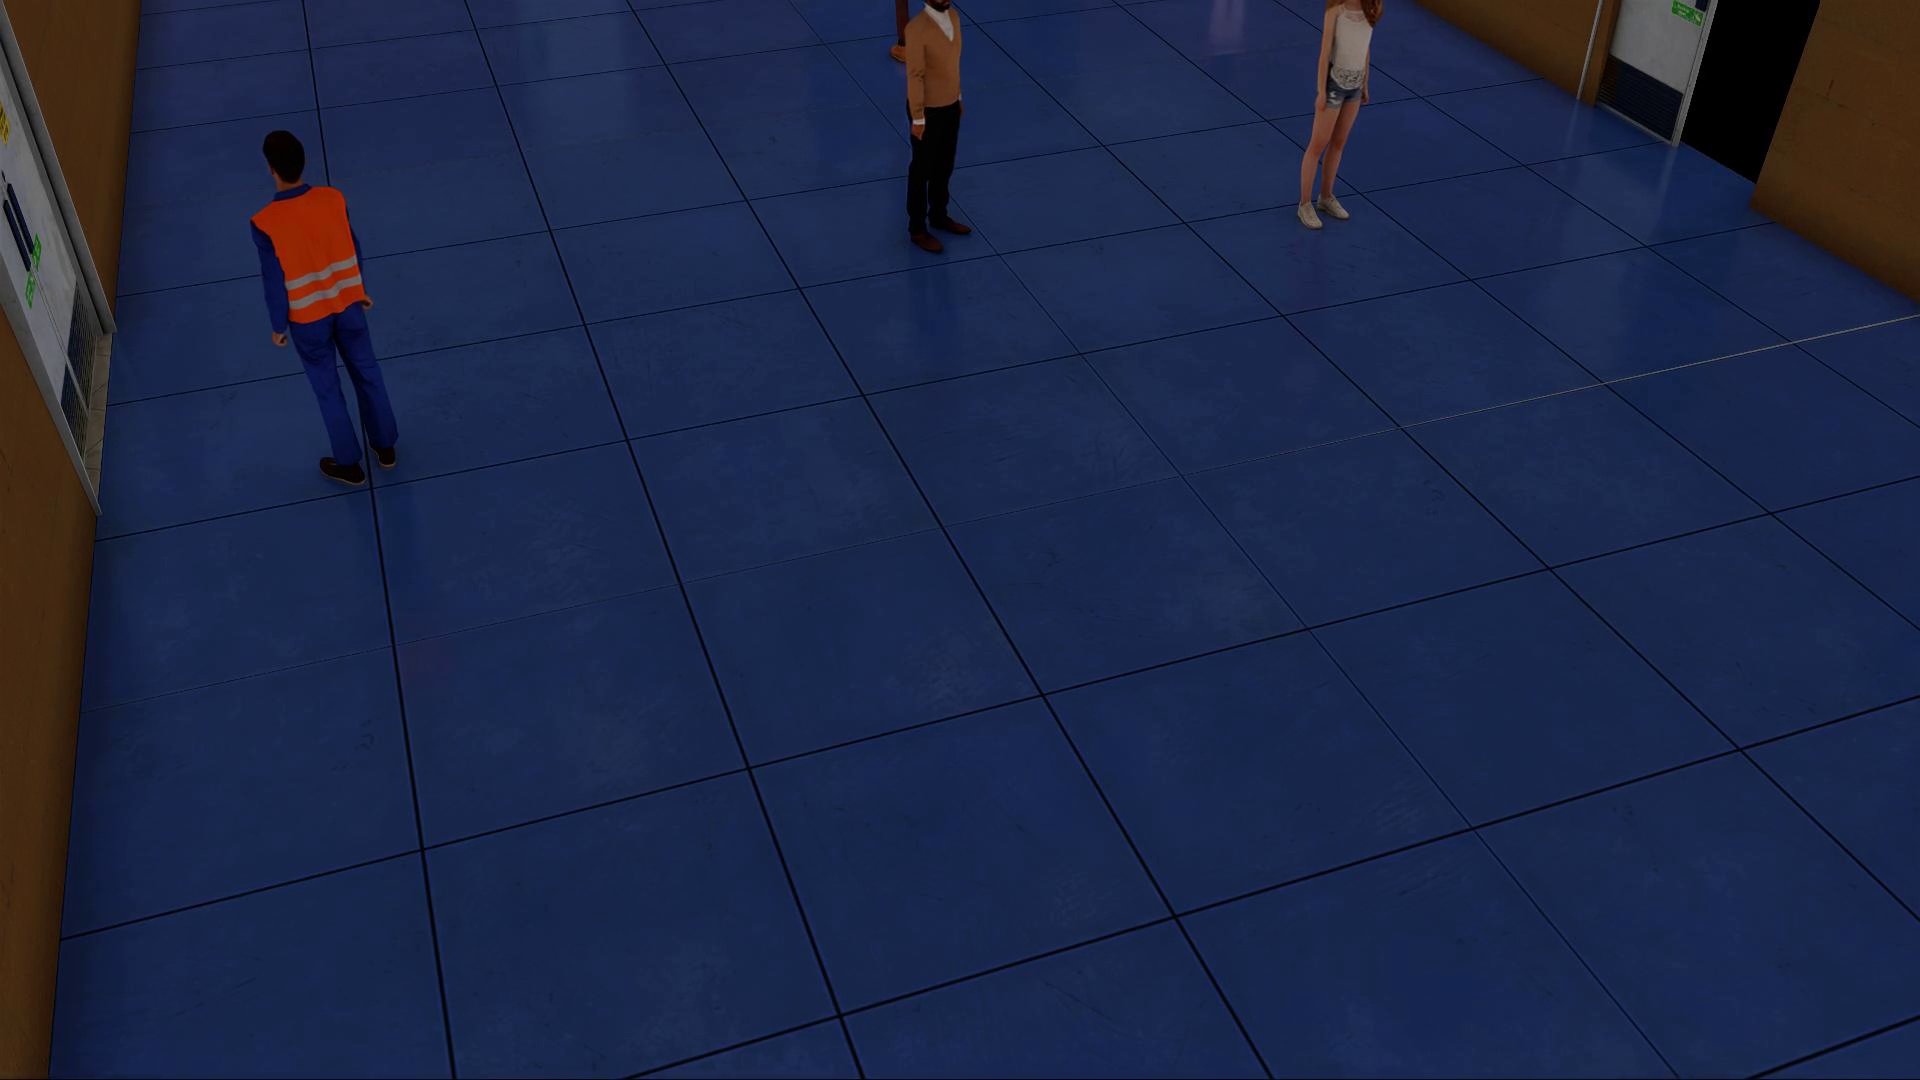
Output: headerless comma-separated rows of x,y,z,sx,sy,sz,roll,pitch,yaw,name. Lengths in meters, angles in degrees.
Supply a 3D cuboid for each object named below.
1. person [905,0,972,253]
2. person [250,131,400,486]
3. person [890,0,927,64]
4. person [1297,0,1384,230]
-0.157,-2.702,10.403,0.814,1.754,0.720,22,42,26,person
-3.146,-1.131,8.218,0.850,1.864,0.726,28,45,32,person
-0.362,-4.611,12.968,0.546,1.728,0.681,-9,38,-12,person
2.414,-2.883,10.641,0.519,1.759,0.673,-21,41,-25,person
